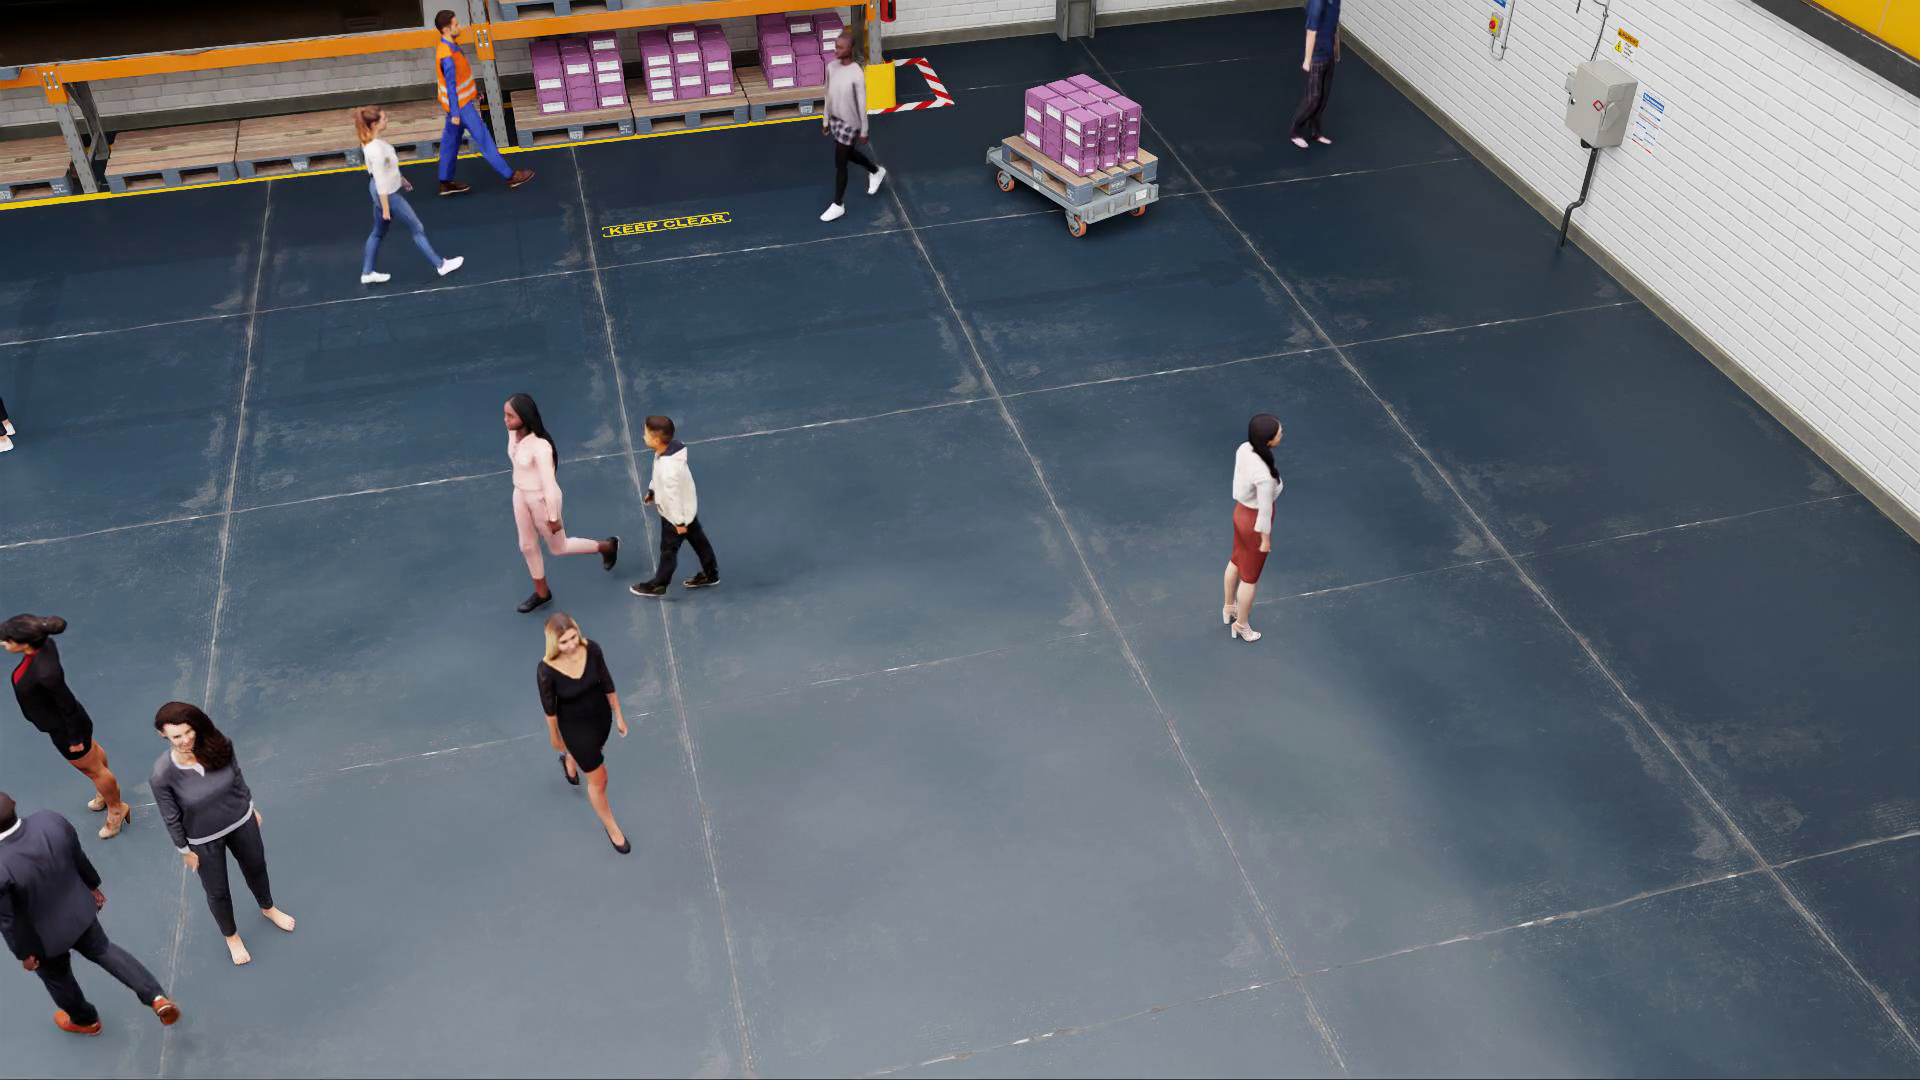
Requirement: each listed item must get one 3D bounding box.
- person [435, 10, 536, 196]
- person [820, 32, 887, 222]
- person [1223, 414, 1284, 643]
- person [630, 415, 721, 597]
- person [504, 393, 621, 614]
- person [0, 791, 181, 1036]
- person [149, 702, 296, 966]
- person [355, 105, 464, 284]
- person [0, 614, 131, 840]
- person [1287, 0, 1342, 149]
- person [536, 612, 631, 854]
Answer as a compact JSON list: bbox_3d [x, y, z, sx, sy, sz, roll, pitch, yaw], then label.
[{"bbox_3d":[-4.877,-4.139,15.919,1.149,1.818,0.704,-11,40,-13],"label":"person"},{"bbox_3d":[-1.015,-3.960,15.757,1.021,1.741,1.234,31,48,33],"label":"person"},{"bbox_3d":[1.914,-0.082,10.893,0.508,1.751,0.597,-8,39,-10],"label":"person"},{"bbox_3d":[-1.846,-0.229,11.336,0.879,1.427,0.673,-5,39,-6],"label":"person"},{"bbox_3d":[-2.743,-0.279,11.180,1.129,1.700,0.922,-28,47,-31],"label":"person"},{"bbox_3d":[-4.468,1.929,8.332,1.131,1.804,1.022,13,40,16],"label":"person"},{"bbox_3d":[-3.959,1.527,8.865,0.745,1.768,0.649,26,45,29],"label":"person"},{"bbox_3d":[-5.103,-2.969,14.574,1.176,1.669,0.758,-16,41,-19],"label":"person"},{"bbox_3d":[-5.126,1.056,9.558,0.686,1.639,0.635,-21,43,-24],"label":"person"},{"bbox_3d":[3.586,-4.913,16.850,0.860,1.867,0.767,28,46,31],"label":"person"},{"bbox_3d":[-2.196,1.024,9.594,0.955,1.643,1.035,30,48,32],"label":"person"}]
